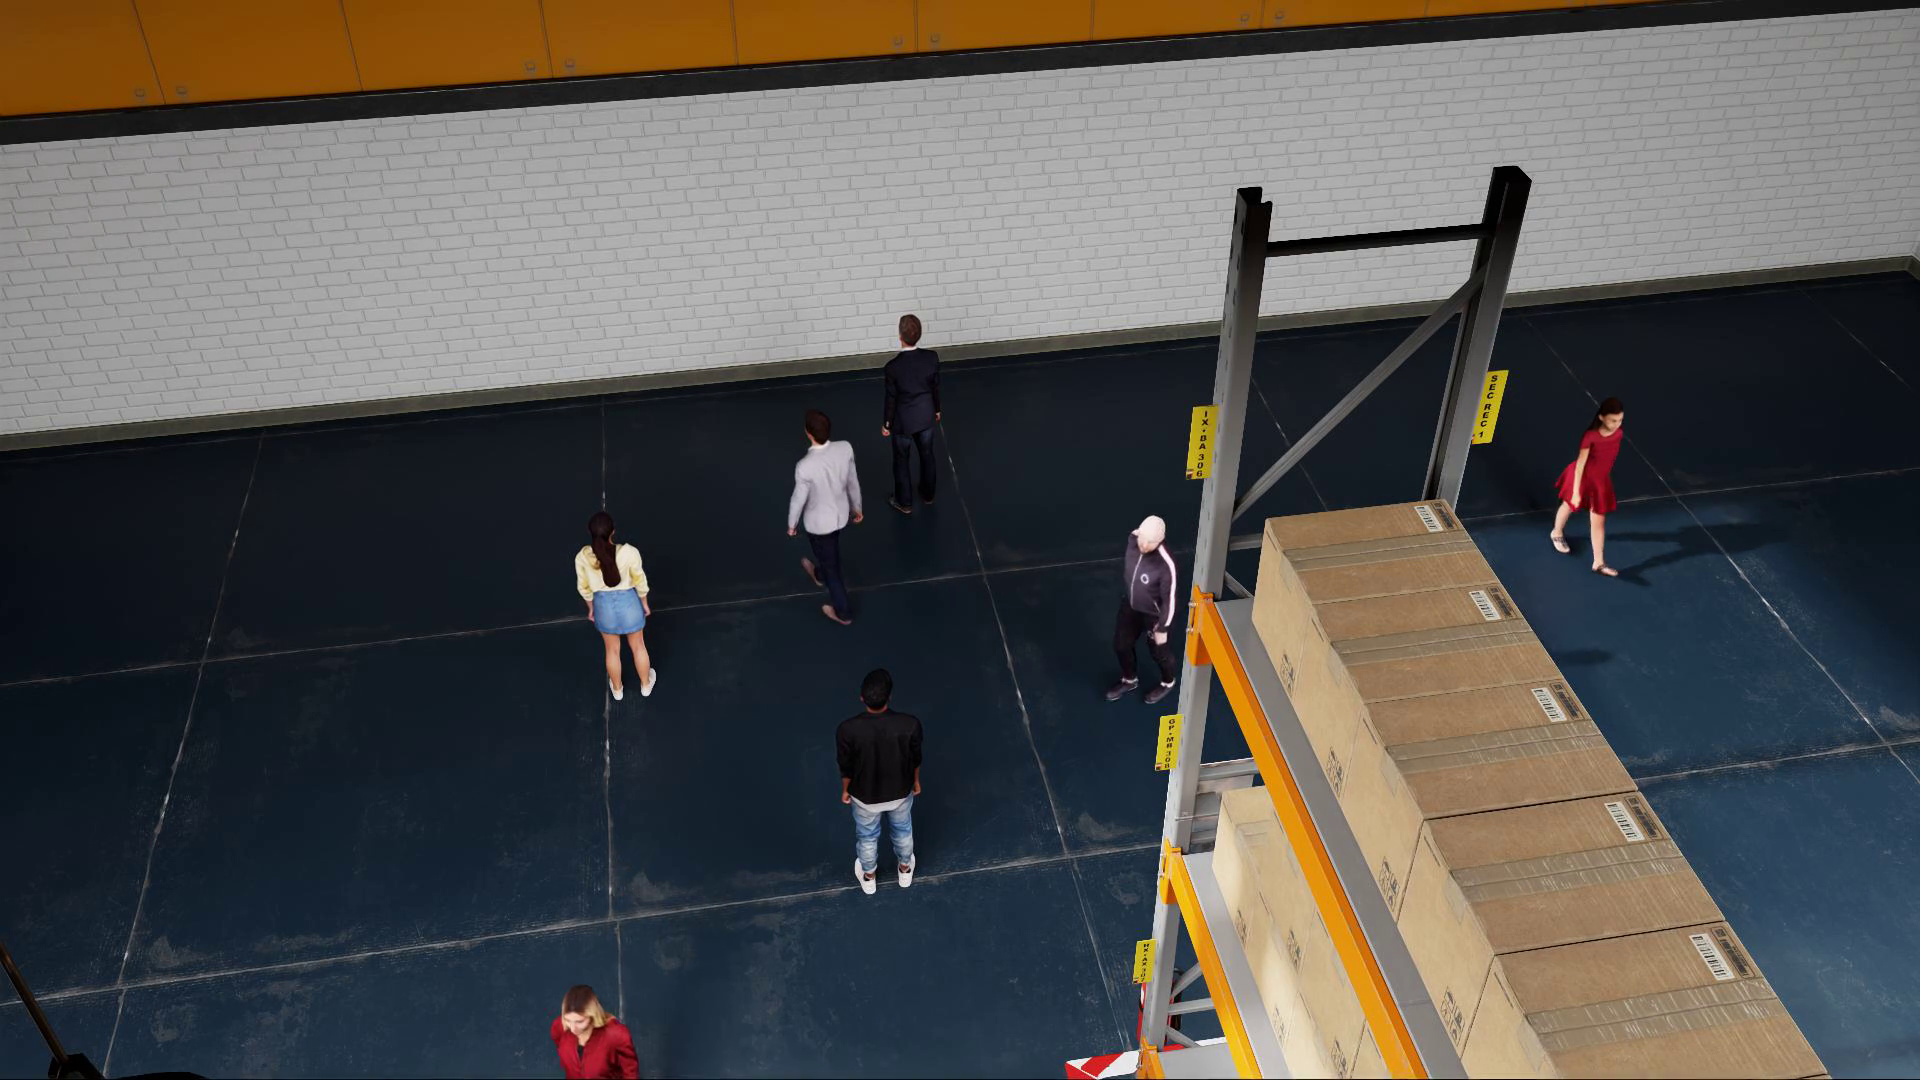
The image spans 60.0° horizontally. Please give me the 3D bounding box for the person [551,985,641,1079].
[{"bbox_3d":[-1.881,2.854,8.833,0.813,1.614,1.033,7,39,9],"label":"person"}]

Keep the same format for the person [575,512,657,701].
[{"bbox_3d":[-2.435,0.472,11.801,0.628,1.632,0.543,-6,39,-7],"label":"person"}]

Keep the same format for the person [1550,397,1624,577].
[{"bbox_3d":[4.920,-0.515,13.124,0.621,1.524,0.980,-10,40,-12],"label":"person"}]

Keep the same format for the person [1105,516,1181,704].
[{"bbox_3d":[1.387,0.464,11.687,0.914,1.788,0.849,-19,42,-22],"label":"person"}]

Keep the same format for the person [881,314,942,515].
[{"bbox_3d":[-0.396,-1.030,13.535,0.751,1.816,0.709,-19,42,-22],"label":"person"}]

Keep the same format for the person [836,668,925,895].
[{"bbox_3d":[-0.490,1.516,10.349,0.676,1.813,0.567,-6,39,-8],"label":"person"}]

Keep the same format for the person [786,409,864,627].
[{"bbox_3d":[-0.940,-0.125,12.395,1.033,1.823,1.157,-30,48,-32],"label":"person"}]
